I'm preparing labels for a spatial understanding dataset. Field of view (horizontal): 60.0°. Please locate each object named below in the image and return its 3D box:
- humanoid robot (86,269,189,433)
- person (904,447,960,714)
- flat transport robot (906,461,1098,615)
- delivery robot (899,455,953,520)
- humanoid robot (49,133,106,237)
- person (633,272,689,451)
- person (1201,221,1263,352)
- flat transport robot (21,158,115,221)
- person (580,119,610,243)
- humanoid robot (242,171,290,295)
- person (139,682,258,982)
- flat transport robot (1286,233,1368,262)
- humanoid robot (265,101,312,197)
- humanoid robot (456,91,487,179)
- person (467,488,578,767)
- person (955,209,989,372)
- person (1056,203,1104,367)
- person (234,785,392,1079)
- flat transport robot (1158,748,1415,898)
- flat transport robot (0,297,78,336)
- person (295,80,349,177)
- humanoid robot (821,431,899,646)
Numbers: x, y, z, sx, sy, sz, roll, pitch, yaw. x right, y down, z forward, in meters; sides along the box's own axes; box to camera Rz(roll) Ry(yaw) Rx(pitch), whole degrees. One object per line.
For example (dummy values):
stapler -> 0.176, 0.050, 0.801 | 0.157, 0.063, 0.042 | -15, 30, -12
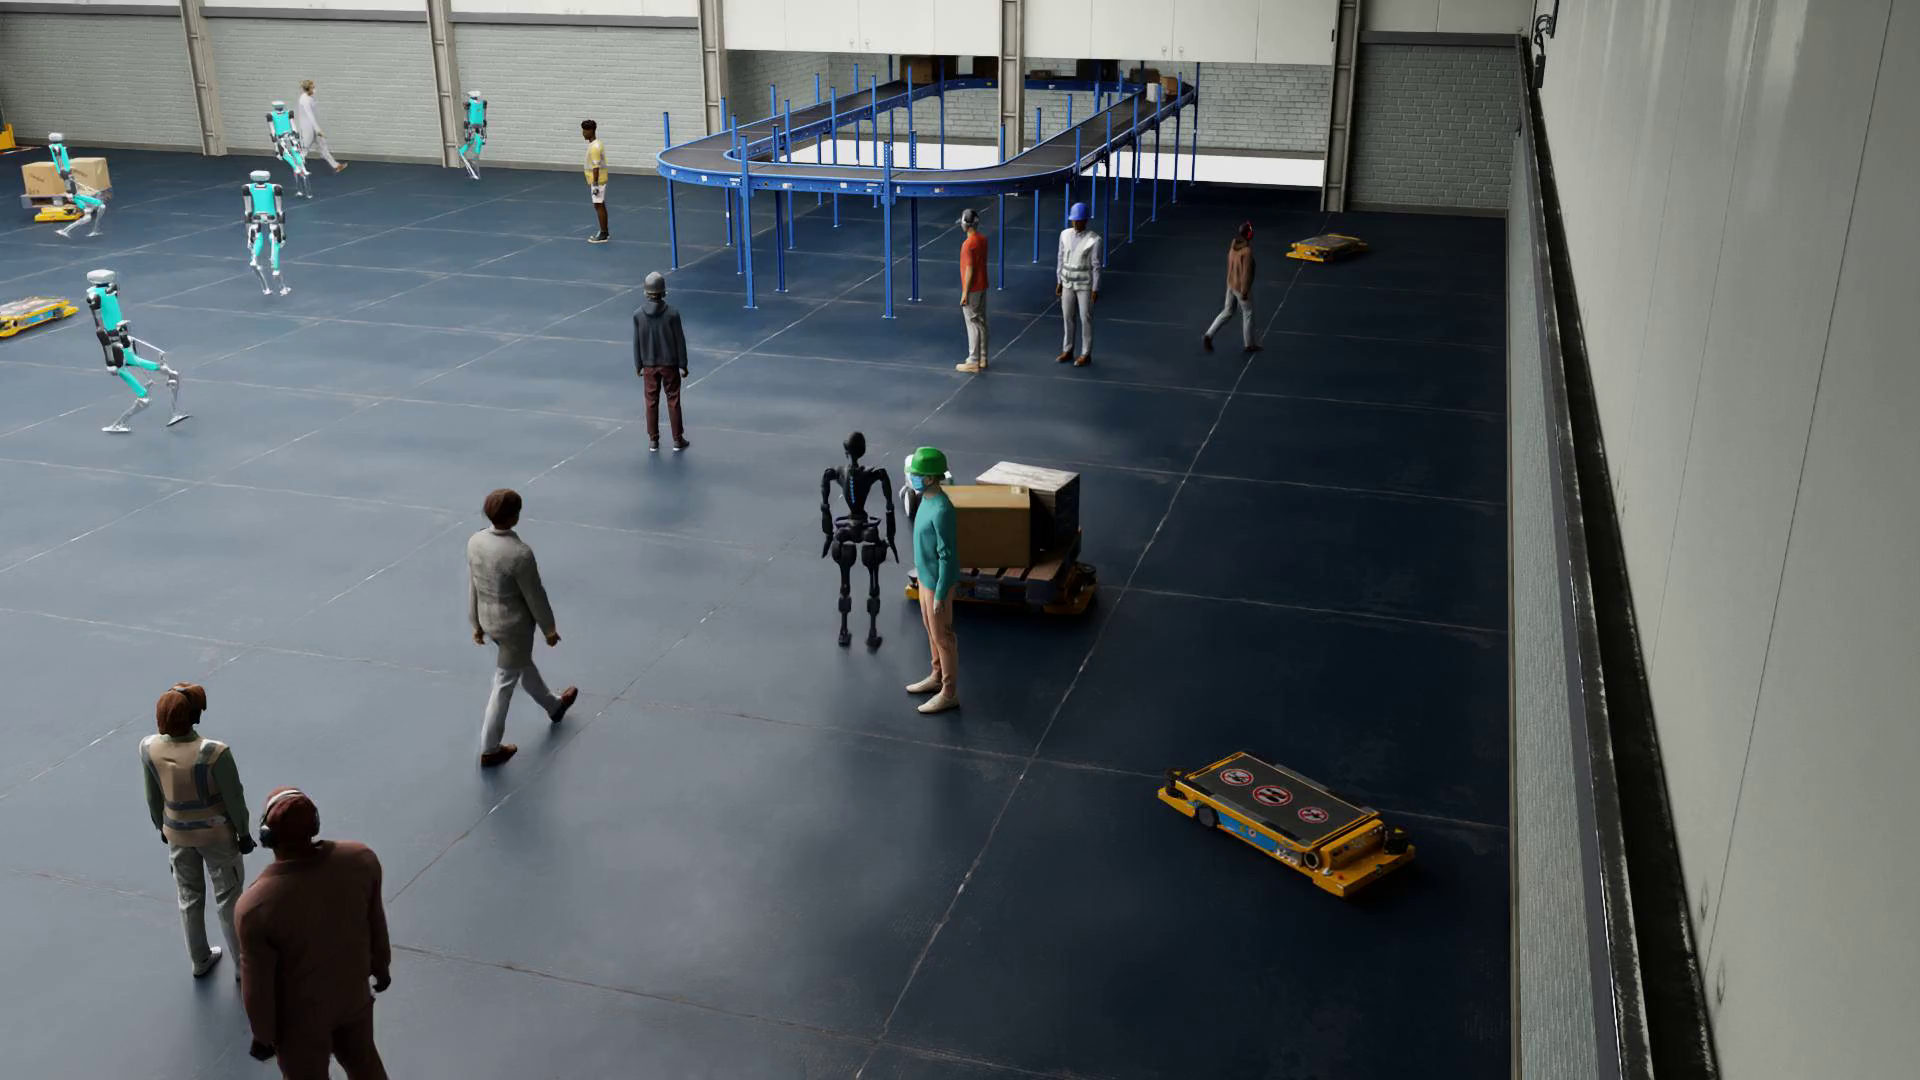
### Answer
humanoid robot -> -8.433, -1.913, 17.167 | 1.024, 1.776, 0.536 | -1, 21, -4
person -> -0.185, 0.265, 11.258 | 0.363, 1.873, 0.518 | -5, 22, -13
flat transport robot -> 0.344, 0.334, 13.312 | 1.431, 0.231, 0.659 | 6, 22, 14
delivery robot -> -0.287, -0.508, 15.120 | 0.524, 0.610, 0.781 | -4, 21, -10
humanoid robot -> -14.255, -5.700, 26.890 | 0.969, 1.729, 0.556 | -9, 23, -22
person -> -2.992, -1.776, 16.632 | 0.542, 1.816, 0.365 | 0, 21, 1
person -> 3.342, -3.070, 20.261 | 0.767, 1.626, 0.475 | -8, 23, -21
flat transport robot -> -15.714, -5.855, 29.363 | 0.659, 0.231, 1.431 | -3, 21, -7
person -> -5.884, -5.808, 26.900 | 0.374, 1.958, 0.600 | -3, 21, -8
humanoid robot -> -9.604, -4.162, 22.964 | 0.546, 1.780, 0.900 | -3, 21, -8
person -> -3.827, 1.487, 8.412 | 0.522, 1.639, 0.304 | 4, 21, 9
flat transport robot -> 5.755, -4.569, 26.028 | 0.659, 0.231, 1.431 | 17, 27, 37
humanoid robot -> -12.364, -7.180, 30.805 | 0.825, 1.810, 0.552 | 18, 28, 39
humanoid robot -> -9.645, -7.889, 32.764 | 0.725, 1.897, 0.540 | 14, 25, 33
person -> -2.834, 0.515, 10.741 | 0.544, 1.778, 0.967 | 14, 25, 31
person -> 0.118, -2.923, 19.489 | 0.429, 1.904, 0.475 | 10, 23, 24
person -> 1.409, -3.032, 19.730 | 0.607, 1.942, 0.405 | 16, 26, 36
person -> -2.679, 1.914, 6.975 | 0.440, 1.916, 0.671 | 15, 26, 34
flat transport robot -> 1.924, 1.646, 9.909 | 0.659, 0.231, 1.431 | -17, 27, -36
flat transport robot -> -12.302, -2.921, 21.754 | 0.659, 0.231, 1.431 | 3, 21, 9
person -> -12.942, -8.245, 33.328 | 1.054, 1.883, 0.640 | -5, 22, -13
humanoid robot -> -0.743, -0.009, 12.243 | 0.584, 1.653, 0.329 | 2, 21, 5
